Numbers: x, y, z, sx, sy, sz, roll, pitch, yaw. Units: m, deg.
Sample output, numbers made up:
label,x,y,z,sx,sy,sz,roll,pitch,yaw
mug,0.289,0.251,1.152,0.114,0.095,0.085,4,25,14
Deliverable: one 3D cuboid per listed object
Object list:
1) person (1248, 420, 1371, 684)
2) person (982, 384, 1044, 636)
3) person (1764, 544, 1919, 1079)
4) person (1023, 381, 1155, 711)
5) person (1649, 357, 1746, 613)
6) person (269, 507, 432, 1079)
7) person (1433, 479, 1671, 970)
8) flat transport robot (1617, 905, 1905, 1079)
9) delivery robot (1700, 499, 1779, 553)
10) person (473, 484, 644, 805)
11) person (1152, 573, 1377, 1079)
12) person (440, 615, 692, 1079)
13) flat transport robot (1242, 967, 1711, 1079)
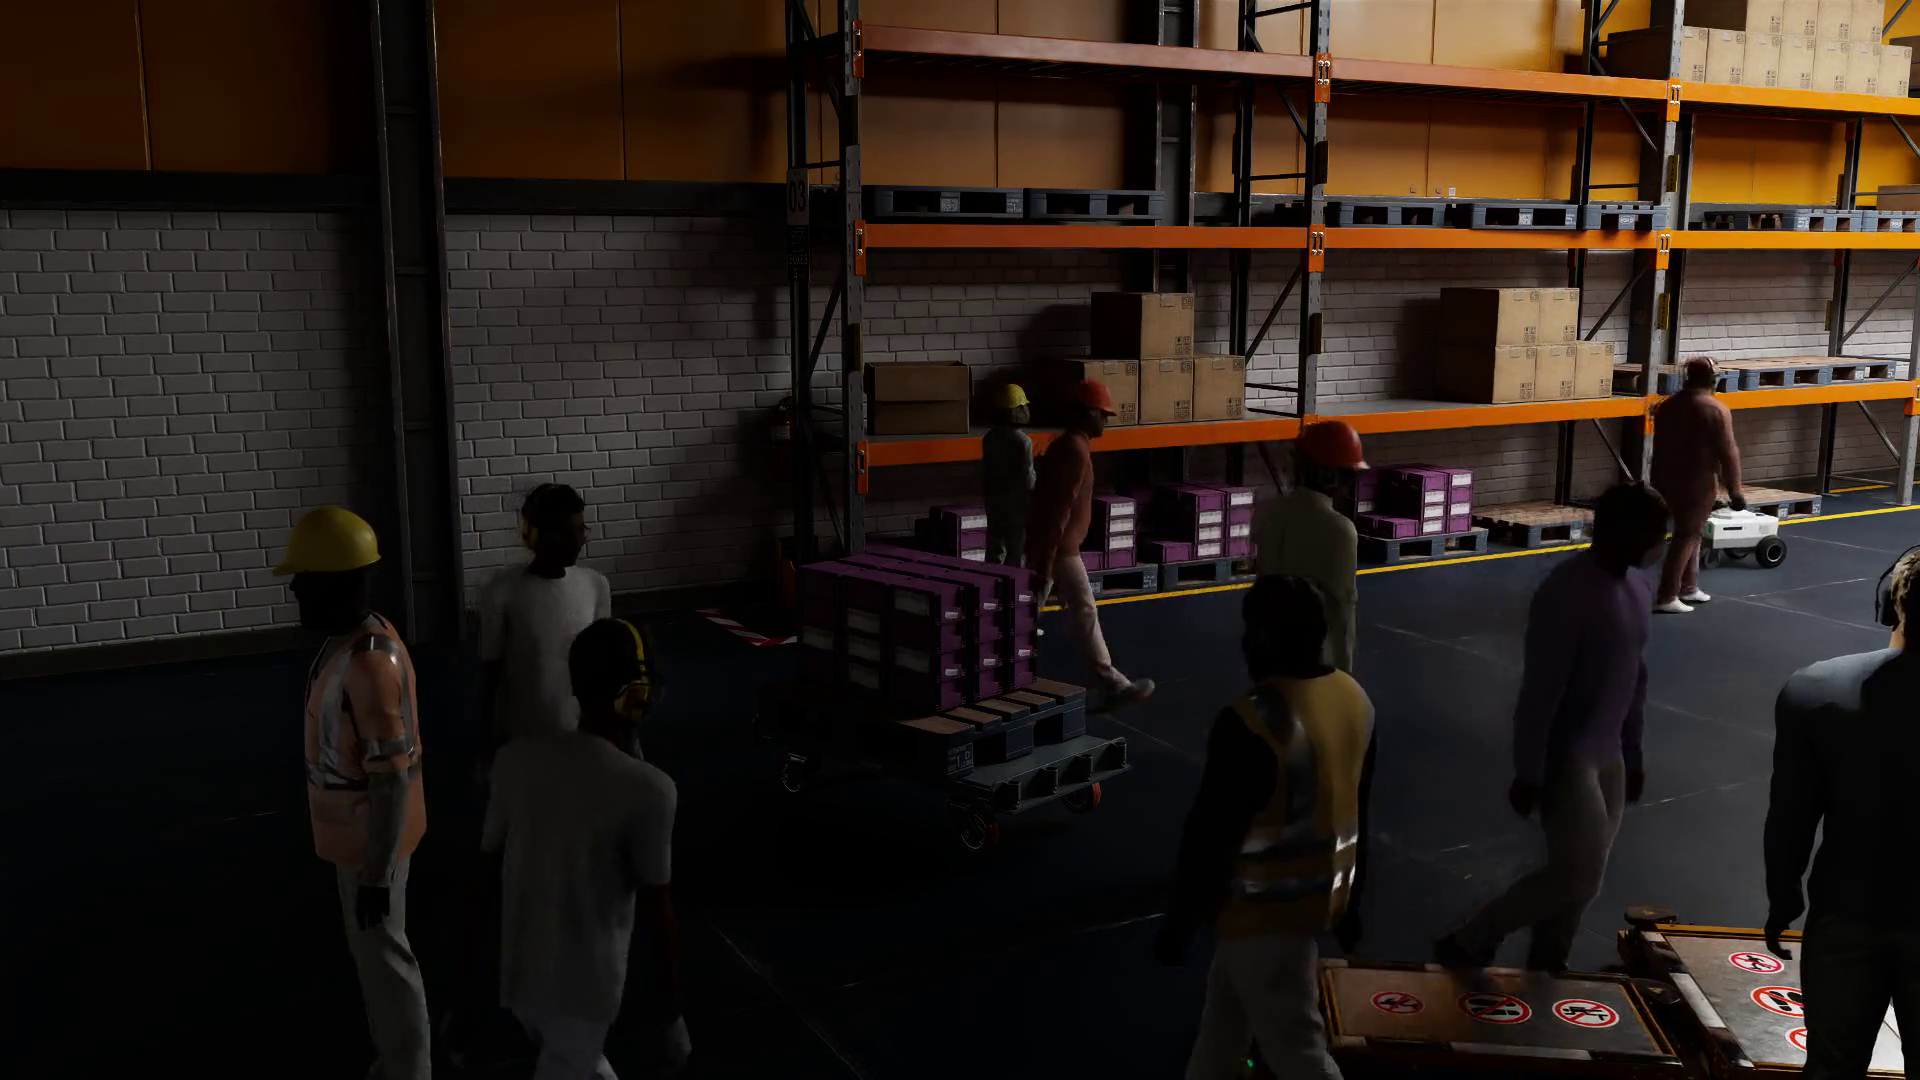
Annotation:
label,x,y,z,sx,sy,sz,roll,pitch,yaw
person,1.359,0.473,6.984,0.832,1.959,0.655,-4,11,-23
person,0.354,-0.202,11.454,0.289,1.746,0.487,-9,13,-41
person,2.357,0.965,4.181,0.633,1.938,0.356,6,12,32
person,0.600,0.055,9.507,1.055,1.905,0.650,-2,10,-11
person,5.450,-0.393,12.191,0.791,1.879,0.657,-3,10,-16
person,-1.749,0.857,4.833,0.374,1.925,0.595,-5,11,-26
person,2.053,0.733,5.614,0.671,1.901,0.500,-10,14,-44
flat transport robot,2.689,1.572,5.481,0.652,0.197,1.431,1,10,7
delivery robot,6.504,-0.099,14.015,0.707,0.478,0.477,-2,10,-13
person,-1.326,0.735,5.764,0.751,1.843,0.563,9,13,42
person,0.851,0.986,4.502,0.941,1.800,0.633,8,12,37
person,-0.913,1.081,3.956,0.503,1.784,1.018,6,12,33
flat transport robot,1.631,1.594,5.359,1.431,0.197,0.652,1,10,7
